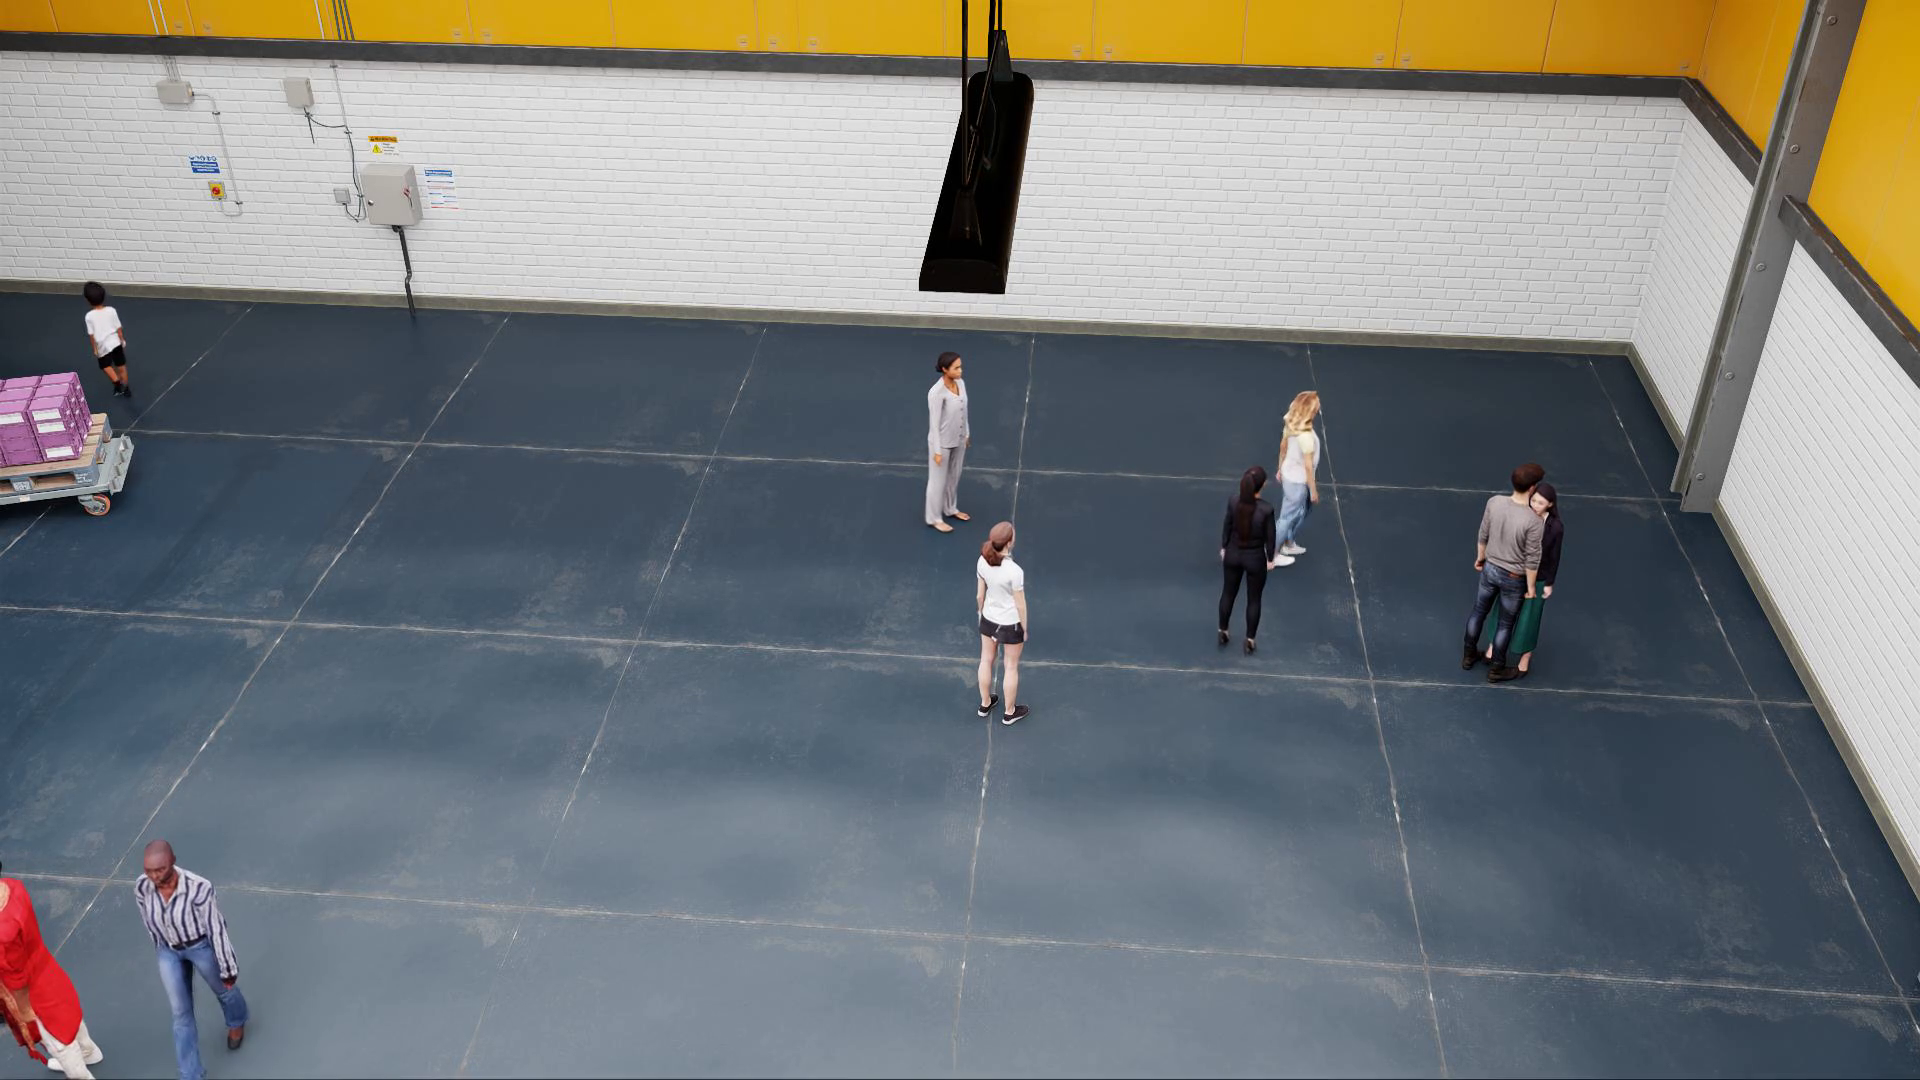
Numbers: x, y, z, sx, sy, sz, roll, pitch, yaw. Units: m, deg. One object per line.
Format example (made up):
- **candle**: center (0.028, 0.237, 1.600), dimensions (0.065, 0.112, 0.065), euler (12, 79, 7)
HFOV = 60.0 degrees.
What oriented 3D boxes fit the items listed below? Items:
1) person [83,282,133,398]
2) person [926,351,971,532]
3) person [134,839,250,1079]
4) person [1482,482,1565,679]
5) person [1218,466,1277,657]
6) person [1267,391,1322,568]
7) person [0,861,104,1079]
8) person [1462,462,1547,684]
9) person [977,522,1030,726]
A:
- **person**: center (-8.634, -2.001, 16.891), dimensions (0.667, 1.253, 0.599), euler (25, 41, 33)
- **person**: center (-0.121, -0.900, 14.801), dimensions (0.772, 1.731, 0.664), euler (23, 40, 31)
- **person**: center (-4.490, 2.388, 9.822), dimensions (0.735, 1.768, 1.022), euler (0, 34, 0)
- **person**: center (4.424, 0.292, 13.002), dimensions (0.690, 1.738, 0.700), euler (22, 39, 29)
- **person**: center (2.273, 0.159, 13.228), dimensions (0.650, 1.711, 0.623), euler (17, 37, 24)
- **person**: center (2.779, -0.489, 14.205), dimensions (0.767, 1.707, 0.679), euler (-3, 34, -5)
- **person**: center (-5.336, 2.492, 9.567), dimensions (0.835, 1.878, 0.713), euler (-14, 36, -19)
- **person**: center (4.228, 0.249, 12.918), dimensions (0.833, 1.903, 0.766), euler (-24, 40, -31)
- **person**: center (0.311, 0.621, 12.495), dimensions (0.655, 1.752, 0.687), euler (18, 38, 26)
